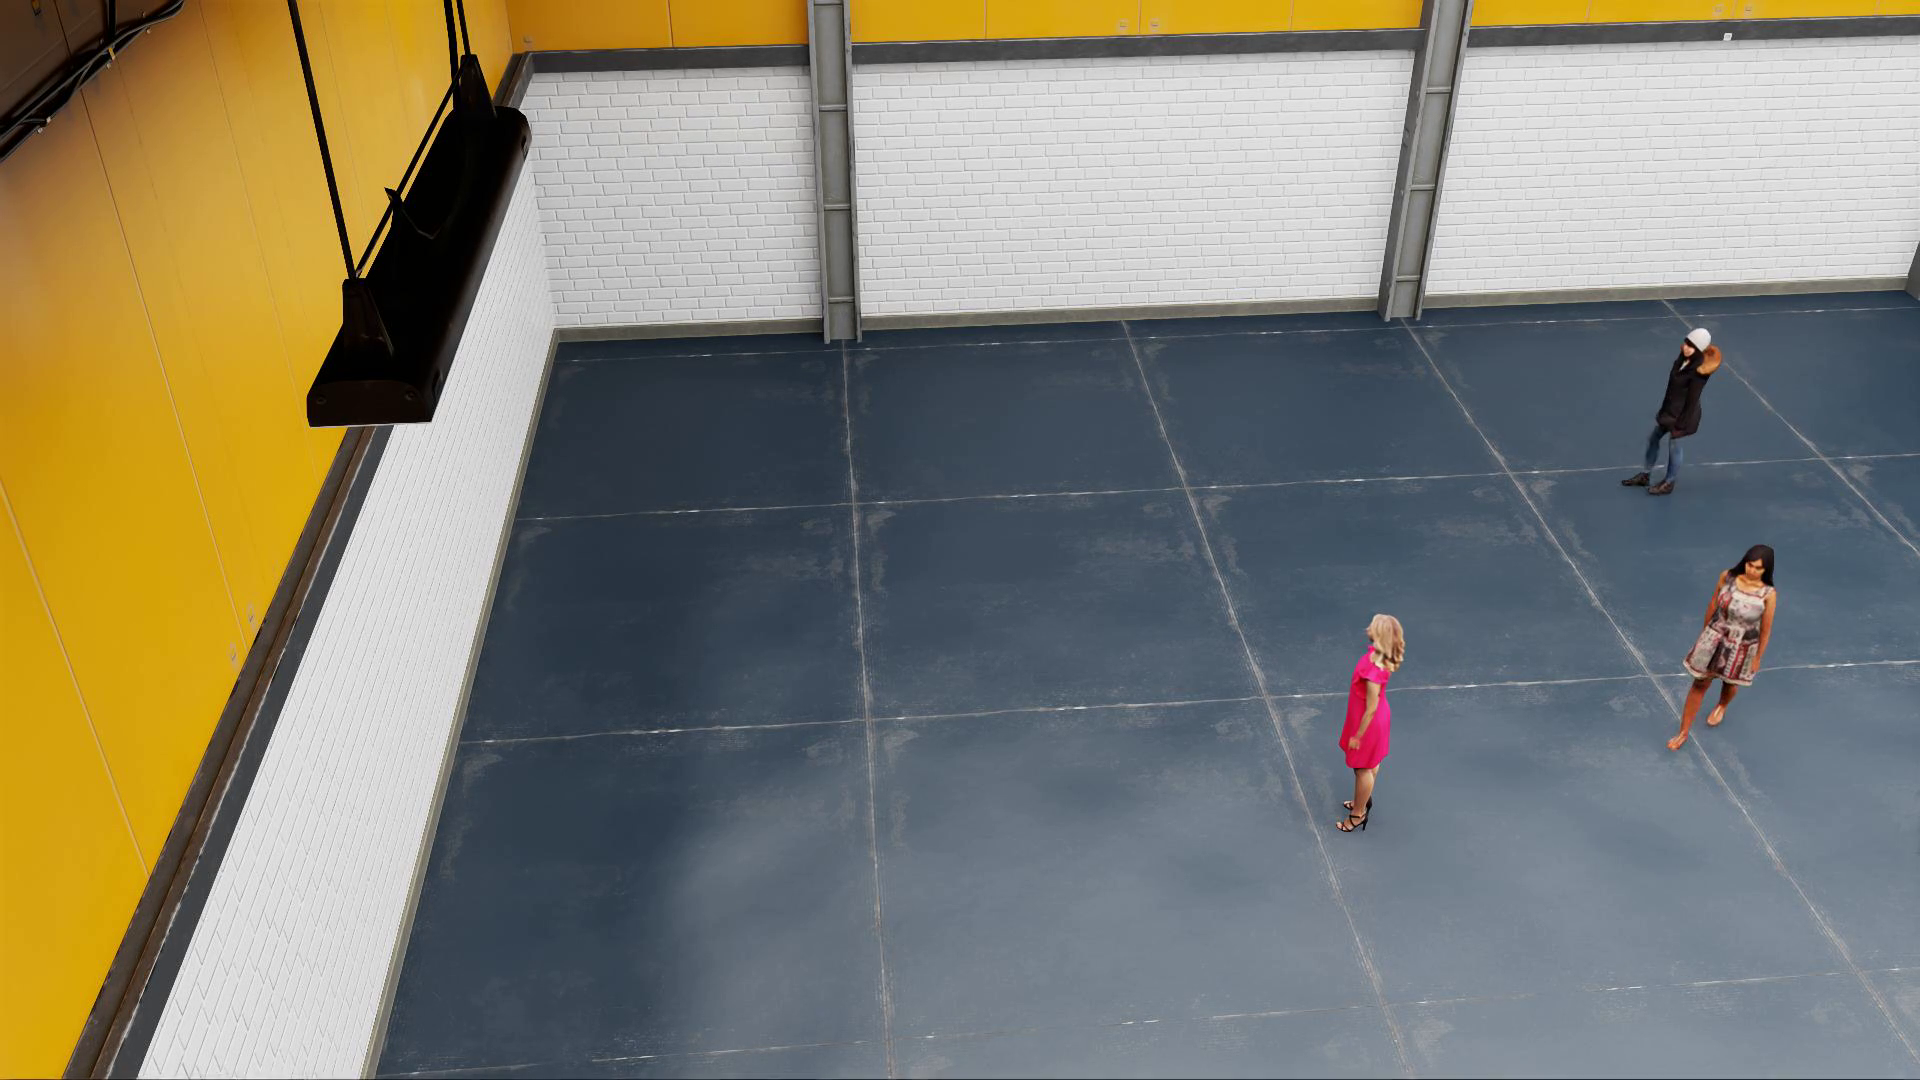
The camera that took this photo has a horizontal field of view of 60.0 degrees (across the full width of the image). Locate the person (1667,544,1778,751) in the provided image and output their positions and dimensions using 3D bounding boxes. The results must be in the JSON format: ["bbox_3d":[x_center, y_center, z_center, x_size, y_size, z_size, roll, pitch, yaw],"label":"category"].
[{"bbox_3d":[5.500,0.702,11.785,0.988,1.615,1.060,27,42,34],"label":"person"}]

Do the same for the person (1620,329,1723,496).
[{"bbox_3d":[6.333,-1.106,14.511,0.702,1.609,0.645,-3,34,-5],"label":"person"}]

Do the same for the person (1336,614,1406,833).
[{"bbox_3d":[2.701,1.194,10.942,0.683,1.729,0.659,14,36,20],"label":"person"}]
